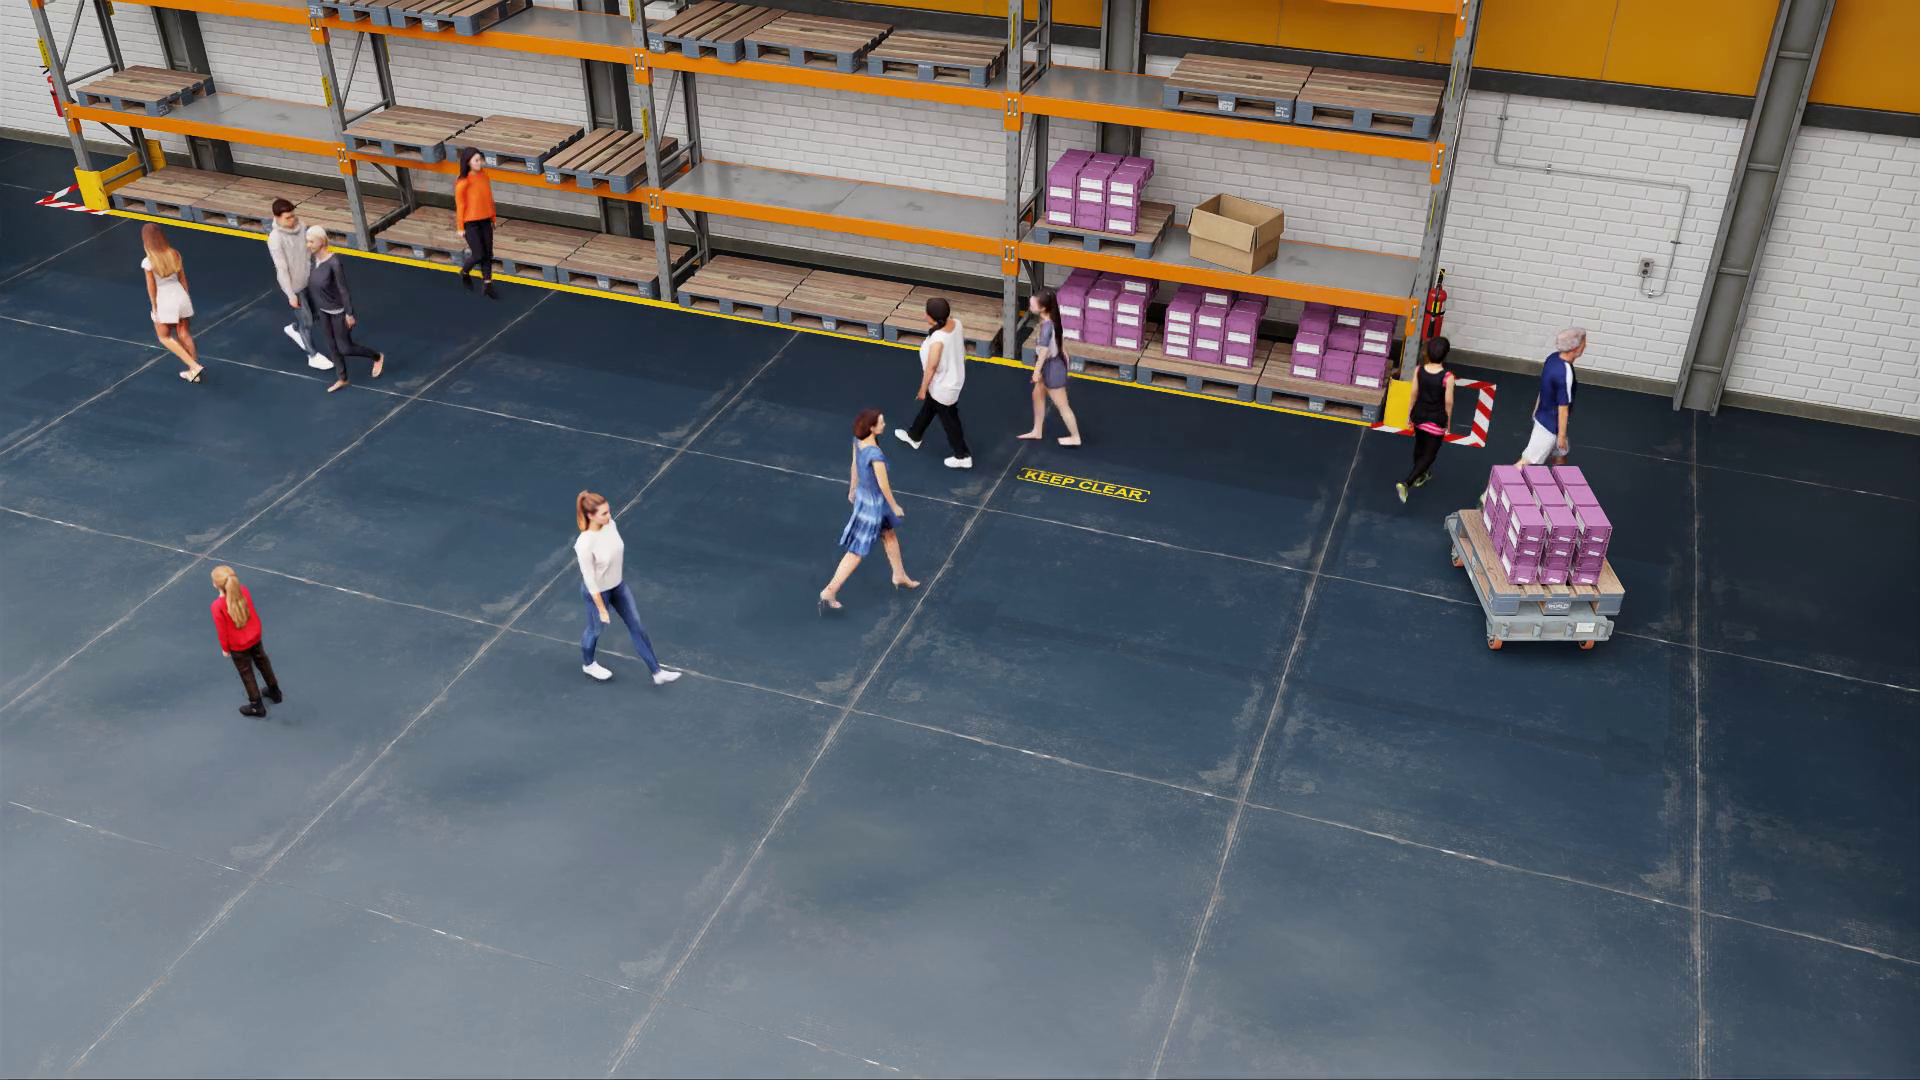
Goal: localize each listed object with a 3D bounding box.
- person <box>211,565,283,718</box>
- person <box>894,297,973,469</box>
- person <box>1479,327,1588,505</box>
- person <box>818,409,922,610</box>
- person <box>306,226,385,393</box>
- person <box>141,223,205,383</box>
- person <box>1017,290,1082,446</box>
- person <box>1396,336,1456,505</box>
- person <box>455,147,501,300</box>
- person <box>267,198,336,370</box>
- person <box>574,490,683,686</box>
[{"bbox_3d":[-5.256,0.725,12.189,0.519,1.281,0.517,16,37,23],"label":"person"},{"bbox_3d":[-0.097,-1.399,15.048,1.040,1.654,0.651,12,35,17],"label":"person"},{"bbox_3d":[4.991,-0.991,14.306,1.264,1.796,0.834,3,34,5],"label":"person"},{"bbox_3d":[-0.780,-0.194,13.131,1.204,1.769,1.070,-11,35,-16],"label":"person"},{"bbox_3d":[-6.093,-2.305,16.357,0.859,1.714,0.842,24,40,31],"label":"person"},{"bbox_3d":[-7.697,-2.280,16.349,0.760,1.681,0.670,18,38,25],"label":"person"},{"bbox_3d":[0.939,-1.567,15.347,0.895,1.603,0.718,7,34,11],"label":"person"},{"bbox_3d":[4.093,-1.043,14.623,0.873,1.533,0.974,-29,43,-36],"label":"person"},{"bbox_3d":[-5.305,-3.431,18.036,0.804,1.730,0.710,17,37,24],"label":"person"},{"bbox_3d":[-6.696,-2.567,16.649,0.852,1.828,0.681,11,35,16],"label":"person"},{"bbox_3d":[-2.715,0.381,12.346,1.087,1.681,0.697,15,36,21],"label":"person"}]
